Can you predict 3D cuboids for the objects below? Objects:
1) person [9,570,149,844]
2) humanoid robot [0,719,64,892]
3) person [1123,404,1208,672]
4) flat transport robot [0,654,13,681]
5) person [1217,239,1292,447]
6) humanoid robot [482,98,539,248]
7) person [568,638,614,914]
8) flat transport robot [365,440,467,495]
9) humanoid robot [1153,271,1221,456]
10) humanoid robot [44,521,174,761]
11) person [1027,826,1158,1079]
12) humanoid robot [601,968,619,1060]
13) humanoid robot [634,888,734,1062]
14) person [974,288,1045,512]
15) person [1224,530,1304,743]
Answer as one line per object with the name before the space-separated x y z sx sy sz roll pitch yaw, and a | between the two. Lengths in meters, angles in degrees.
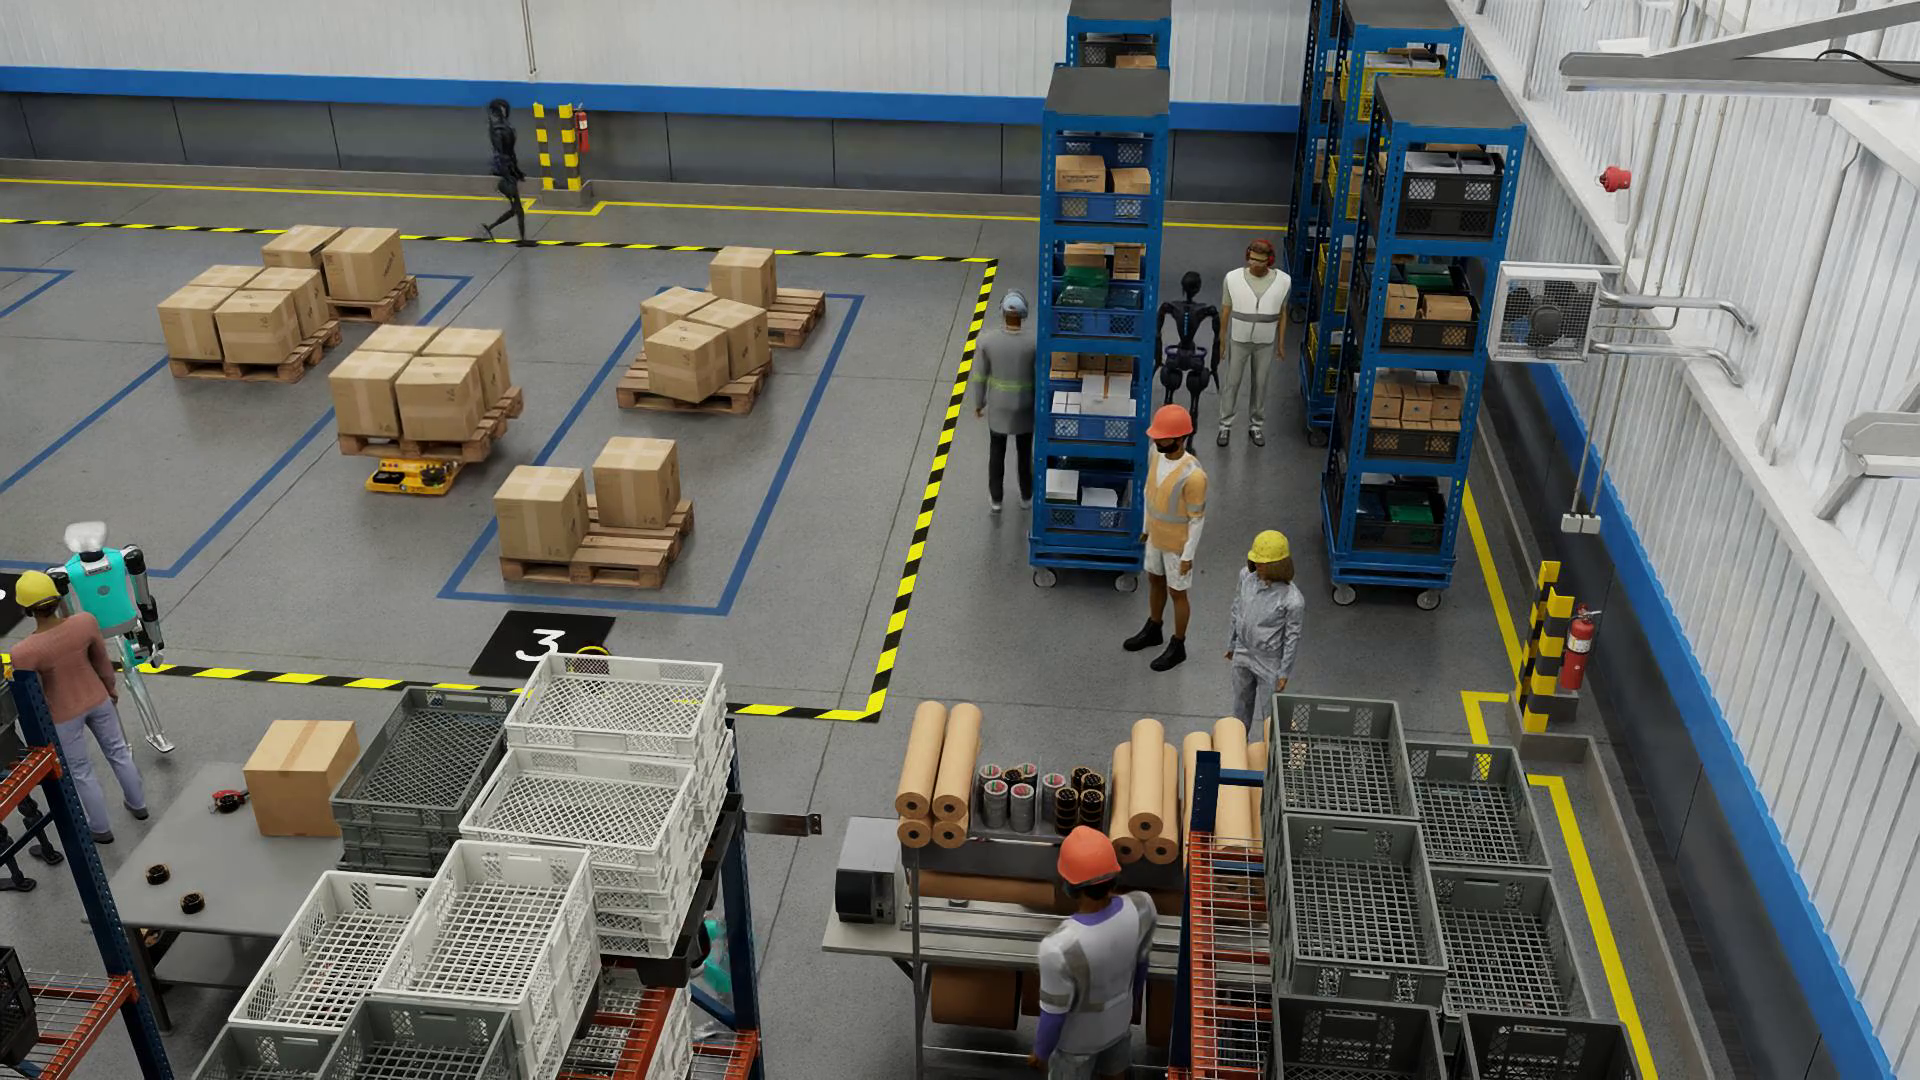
person | -5.087 0.954 9.545 0.320 1.767 0.532 17 34 26
humanoid robot | -5.406 1.214 9.177 0.315 1.654 0.599 9 31 16
person | 1.372 -0.018 11.045 0.376 1.938 0.545 -16 34 -26
flat transport robot | -7.142 0.969 11.010 1.431 0.231 0.659 3 30 6
person | 2.451 -1.664 13.969 0.564 1.838 0.382 1 30 2
humanoid robot | -5.005 -4.000 18.155 0.600 1.632 0.607 -2 30 -4
person | -1.856 1.331 8.797 0.528 1.870 0.321 -8 31 -14
flat transport robot | -4.425 -0.814 14.045 0.652 0.197 1.431 3 30 6
humanoid robot | 1.860 -1.440 13.735 0.591 1.650 0.335 6 31 11
humanoid robot | -5.168 0.572 10.102 0.533 1.673 0.735 -21 36 -32
person | 0.552 2.100 7.316 0.605 2.033 0.388 -20 36 -30
humanoid robot | -1.849 2.045 7.764 0.609 1.652 0.338 18 35 28
humanoid robot | -1.252 1.871 8.105 0.812 1.860 0.537 -21 36 -32
person | 0.412 -1.098 12.985 0.596 1.850 0.395 3 30 5
person | 1.796 0.706 9.994 0.295 1.743 0.483 -24 38 -35
